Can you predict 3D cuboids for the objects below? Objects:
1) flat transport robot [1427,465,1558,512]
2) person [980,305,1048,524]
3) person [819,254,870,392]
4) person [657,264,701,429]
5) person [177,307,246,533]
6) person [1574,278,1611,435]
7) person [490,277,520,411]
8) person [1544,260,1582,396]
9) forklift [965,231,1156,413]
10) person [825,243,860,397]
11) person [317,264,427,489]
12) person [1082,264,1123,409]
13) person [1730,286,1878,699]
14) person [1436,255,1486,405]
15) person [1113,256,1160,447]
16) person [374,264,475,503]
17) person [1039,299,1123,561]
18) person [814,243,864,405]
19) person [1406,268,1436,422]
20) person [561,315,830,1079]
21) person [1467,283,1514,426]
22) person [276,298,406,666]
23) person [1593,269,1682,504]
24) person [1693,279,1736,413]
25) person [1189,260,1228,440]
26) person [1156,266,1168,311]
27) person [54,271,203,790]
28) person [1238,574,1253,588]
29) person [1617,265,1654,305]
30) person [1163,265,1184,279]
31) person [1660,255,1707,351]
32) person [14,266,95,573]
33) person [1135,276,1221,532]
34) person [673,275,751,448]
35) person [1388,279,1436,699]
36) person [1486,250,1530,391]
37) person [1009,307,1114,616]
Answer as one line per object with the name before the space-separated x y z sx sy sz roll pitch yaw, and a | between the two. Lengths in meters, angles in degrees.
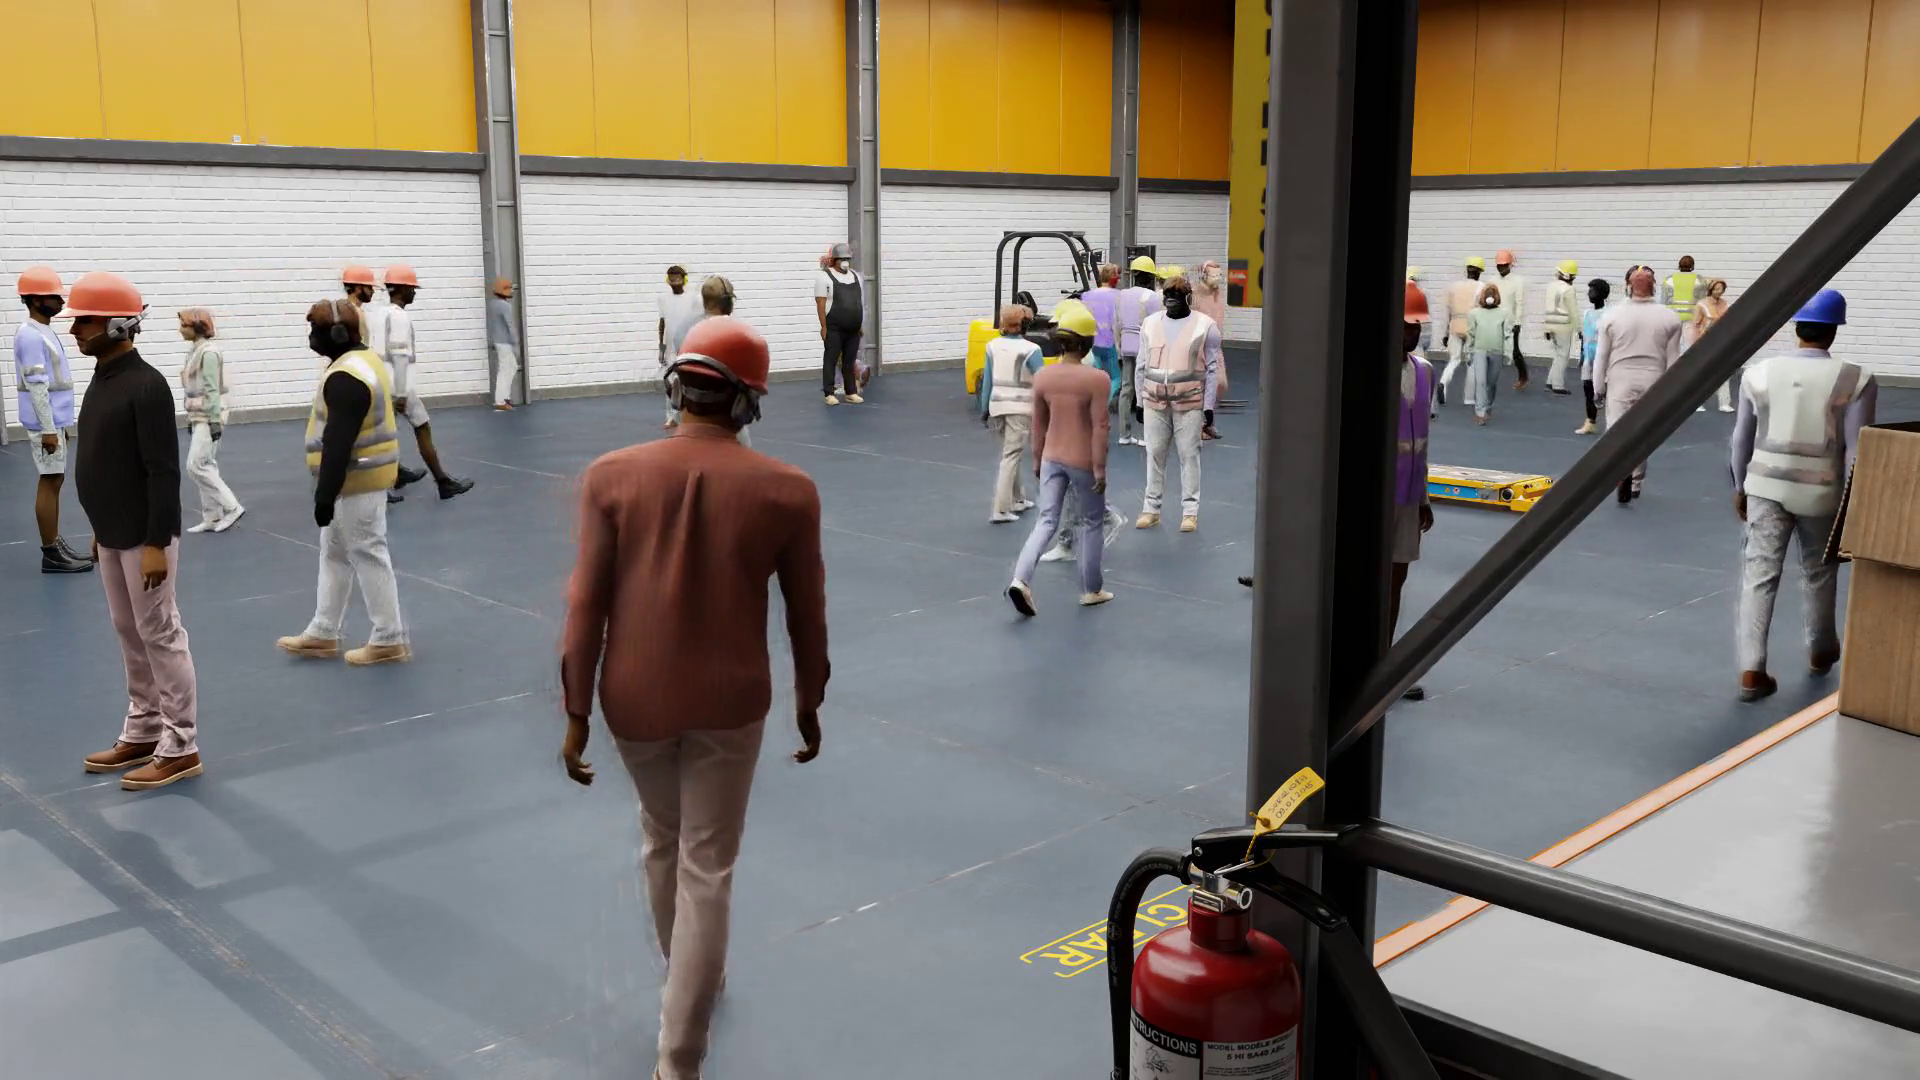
flat transport robot | 4.113 -0.433 13.337 0.652 0.197 1.431 -10 14 -44
person | 0.468 -0.949 12.466 0.551 1.607 0.736 9 14 41
person | -1.605 -2.951 22.693 0.619 1.874 0.685 -2 11 -11
person | -2.977 -2.097 18.187 0.692 1.834 0.506 2 11 11
person | -5.386 -0.840 11.847 0.355 1.625 0.545 -7 13 -34
person | 6.869 -1.942 17.727 0.475 1.685 0.545 -3 11 -15
person | -5.502 -2.379 20.258 0.472 1.613 0.538 -7 13 -35
person | 8.002 -2.803 22.053 0.467 1.807 0.606 -1 10 -6
forklift | 1.222 -2.721 20.561 2.313 2.155 1.214 2 11 13
person | -1.583 -2.900 22.016 0.588 2.019 0.614 -2 11 -12
person | -4.951 -1.335 13.821 0.950 1.889 0.559 -7 13 -34
person | 1.542 -2.069 18.010 0.679 1.821 0.449 6 12 31
person | 3.947 -0.234 7.817 0.636 1.891 0.986 9 14 41
person | 6.271 -2.591 20.699 0.619 1.888 0.821 7 13 35
person | 1.814 -1.899 16.833 0.381 1.918 0.584 -10 14 -43
person | -4.387 -1.245 13.322 0.933 1.893 0.557 -8 13 -39
person | 0.788 -0.712 10.888 0.516 1.728 0.486 -2 11 -11
person | -1.472 -2.740 21.085 0.684 2.000 0.538 -8 13 -38
person | 5.197 -2.271 19.340 0.978 1.746 0.602 9 14 41
person | -0.655 0.408 4.237 0.633 1.919 0.947 0 10 1
person | 6.038 -2.130 18.968 0.530 1.593 0.817 3 11 15
person | -3.113 -0.263 8.159 0.713 1.822 0.660 -3 11 -14
person | 5.403 -1.225 13.300 0.645 1.875 0.826 2 11 13
person | 9.052 -2.308 19.897 0.537 1.608 0.718 -1 10 -6
person | 2.548 -1.957 17.281 0.651 1.877 0.496 -9 14 -40
person | 2.618 -2.785 22.171 0.849 1.731 0.526 0 10 -2
person | -3.225 -0.035 6.458 0.610 1.996 0.379 9 14 42
person | 2.202 -0.600 9.980 0.698 1.842 0.893 8 13 36
person | 6.094 -1.556 15.116 0.329 1.865 0.508 5 12 27
person | 2.806 -2.651 21.395 0.443 1.748 0.523 5 11 25
person | 10.429 -3.177 24.012 0.624 1.845 0.430 5 12 27
person | -5.758 -0.757 10.555 0.362 1.938 0.545 -4 11 -23
person | 1.552 -0.982 12.044 0.621 1.845 0.429 5 11 23
person | -1.676 -0.818 11.070 0.629 1.886 1.068 6 12 31
person | 1.955 -0.206 7.553 0.551 1.934 0.373 -6 12 -31
person | 7.524 -3.007 22.829 1.005 1.946 0.605 -9 14 -41
person | 0.586 -0.440 9.373 0.528 1.739 0.822 8 13 36
